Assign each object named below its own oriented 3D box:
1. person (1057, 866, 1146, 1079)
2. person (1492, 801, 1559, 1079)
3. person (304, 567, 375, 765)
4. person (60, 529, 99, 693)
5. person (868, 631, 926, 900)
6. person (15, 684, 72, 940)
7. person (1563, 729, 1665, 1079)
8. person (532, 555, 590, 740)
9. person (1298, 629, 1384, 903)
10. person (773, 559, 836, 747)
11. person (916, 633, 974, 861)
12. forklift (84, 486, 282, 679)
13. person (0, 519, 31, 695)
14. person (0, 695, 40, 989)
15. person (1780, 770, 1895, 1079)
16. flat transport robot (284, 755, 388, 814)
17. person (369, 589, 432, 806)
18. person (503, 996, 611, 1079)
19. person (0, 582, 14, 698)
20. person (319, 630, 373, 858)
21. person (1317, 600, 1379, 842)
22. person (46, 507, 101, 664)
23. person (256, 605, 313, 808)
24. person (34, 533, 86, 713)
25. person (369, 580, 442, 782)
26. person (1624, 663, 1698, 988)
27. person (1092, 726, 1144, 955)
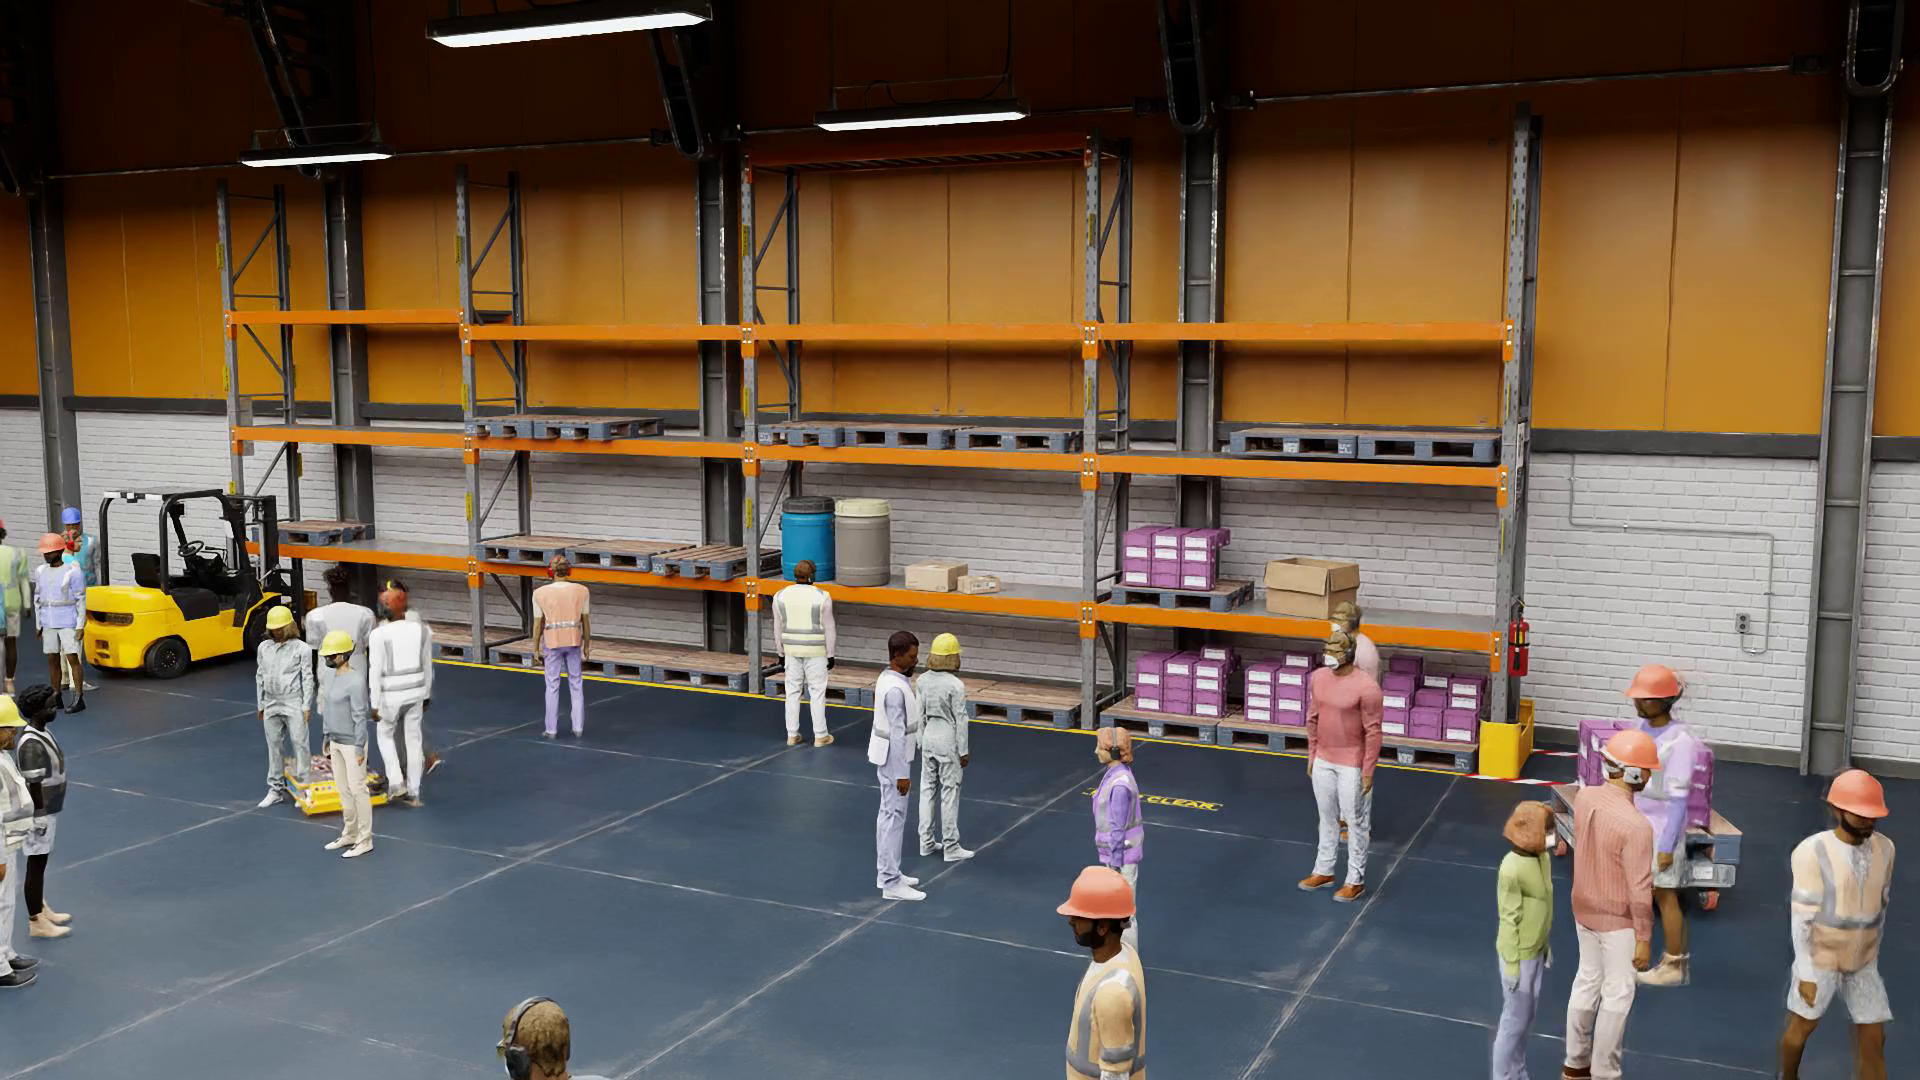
[{"bbox_3d":[0.552,2.230,6.551,0.357,1.938,0.545,0,7,4],"label":"person"},{"bbox_3d":[2.924,2.143,8.546,0.304,1.631,0.511,6,9,38],"label":"person"},{"bbox_3d":[-5.541,1.217,14.923,0.631,1.959,0.395,-4,8,-30],"label":"person"},{"bbox_3d":[-10.044,0.799,18.752,0.570,1.843,0.373,6,9,39],"label":"person"},{"bbox_3d":[-0.462,1.597,11.886,0.391,1.913,0.588,-1,7,-8],"label":"person"},{"bbox_3d":[-6.139,1.798,11.108,0.321,1.696,0.536,-3,8,-25],"label":"person"},{"bbox_3d":[3.414,1.956,8.664,0.410,1.980,0.626,-1,7,-11],"label":"person"},{"bbox_3d":[-3.952,1.073,16.534,0.561,1.837,0.389,-3,8,-24],"label":"person"},{"bbox_3d":[2.715,1.591,11.831,0.376,1.940,0.629,-5,8,-35],"label":"person"},{"bbox_3d":[-1.502,1.102,16.267,0.625,1.844,0.429,2,7,15],"label":"person"},{"bbox_3d":[-0.118,1.576,12.752,0.494,1.743,0.307,6,9,41],"label":"person"},{"bbox_3d":[-9.426,0.454,20.179,1.214,2.155,2.313,3,8,26],"label":"forklift"},{"bbox_3d":[-10.736,0.729,18.601,0.623,2.030,0.464,-4,8,-32],"label":"person"},{"bbox_3d":[-5.902,1.848,10.209,0.403,1.819,0.602,-4,8,-28],"label":"person"},{"bbox_3d":[4.343,2.062,8.111,0.568,1.890,0.933,-1,7,-8],"label":"person"},{"bbox_3d":[-5.514,2.092,14.515,0.652,0.197,1.431,-5,8,-33],"label":"flat transport robot"},{"bbox_3d":[-4.763,1.344,14.178,0.592,1.866,0.415,-6,9,-42],"label":"person"},{"bbox_3d":[-1.300,2.392,5.274,0.386,1.927,0.641,4,8,27],"label":"person"},{"bbox_3d":[-10.713,0.958,18.325,0.525,1.631,0.313,3,8,23],"label":"person"},{"bbox_3d":[-4.751,1.561,12.823,0.525,1.762,0.342,6,9,41],"label":"person"},{"bbox_3d":[3.101,1.429,13.231,0.380,1.931,0.649,-2,7,-13],"label":"person"},{"bbox_3d":[-10.765,0.568,20.243,0.615,1.945,0.405,-5,8,-34],"label":"person"},{"bbox_3d":[-5.744,1.412,14.126,0.483,1.740,0.308,1,7,4],"label":"person"},{"bbox_3d":[-9.582,0.885,17.674,0.553,1.934,0.364,1,7,7],"label":"person"},{"bbox_3d":[-4.986,1.268,14.894,0.446,1.850,0.520,2,7,20],"label":"person"},{"bbox_3d":[4.163,1.750,10.164,0.694,2.019,0.649,-1,7,-8],"label":"person"},{"bbox_3d":[0.966,1.943,10.190,0.316,1.629,0.509,0,7,0],"label":"person"}]
